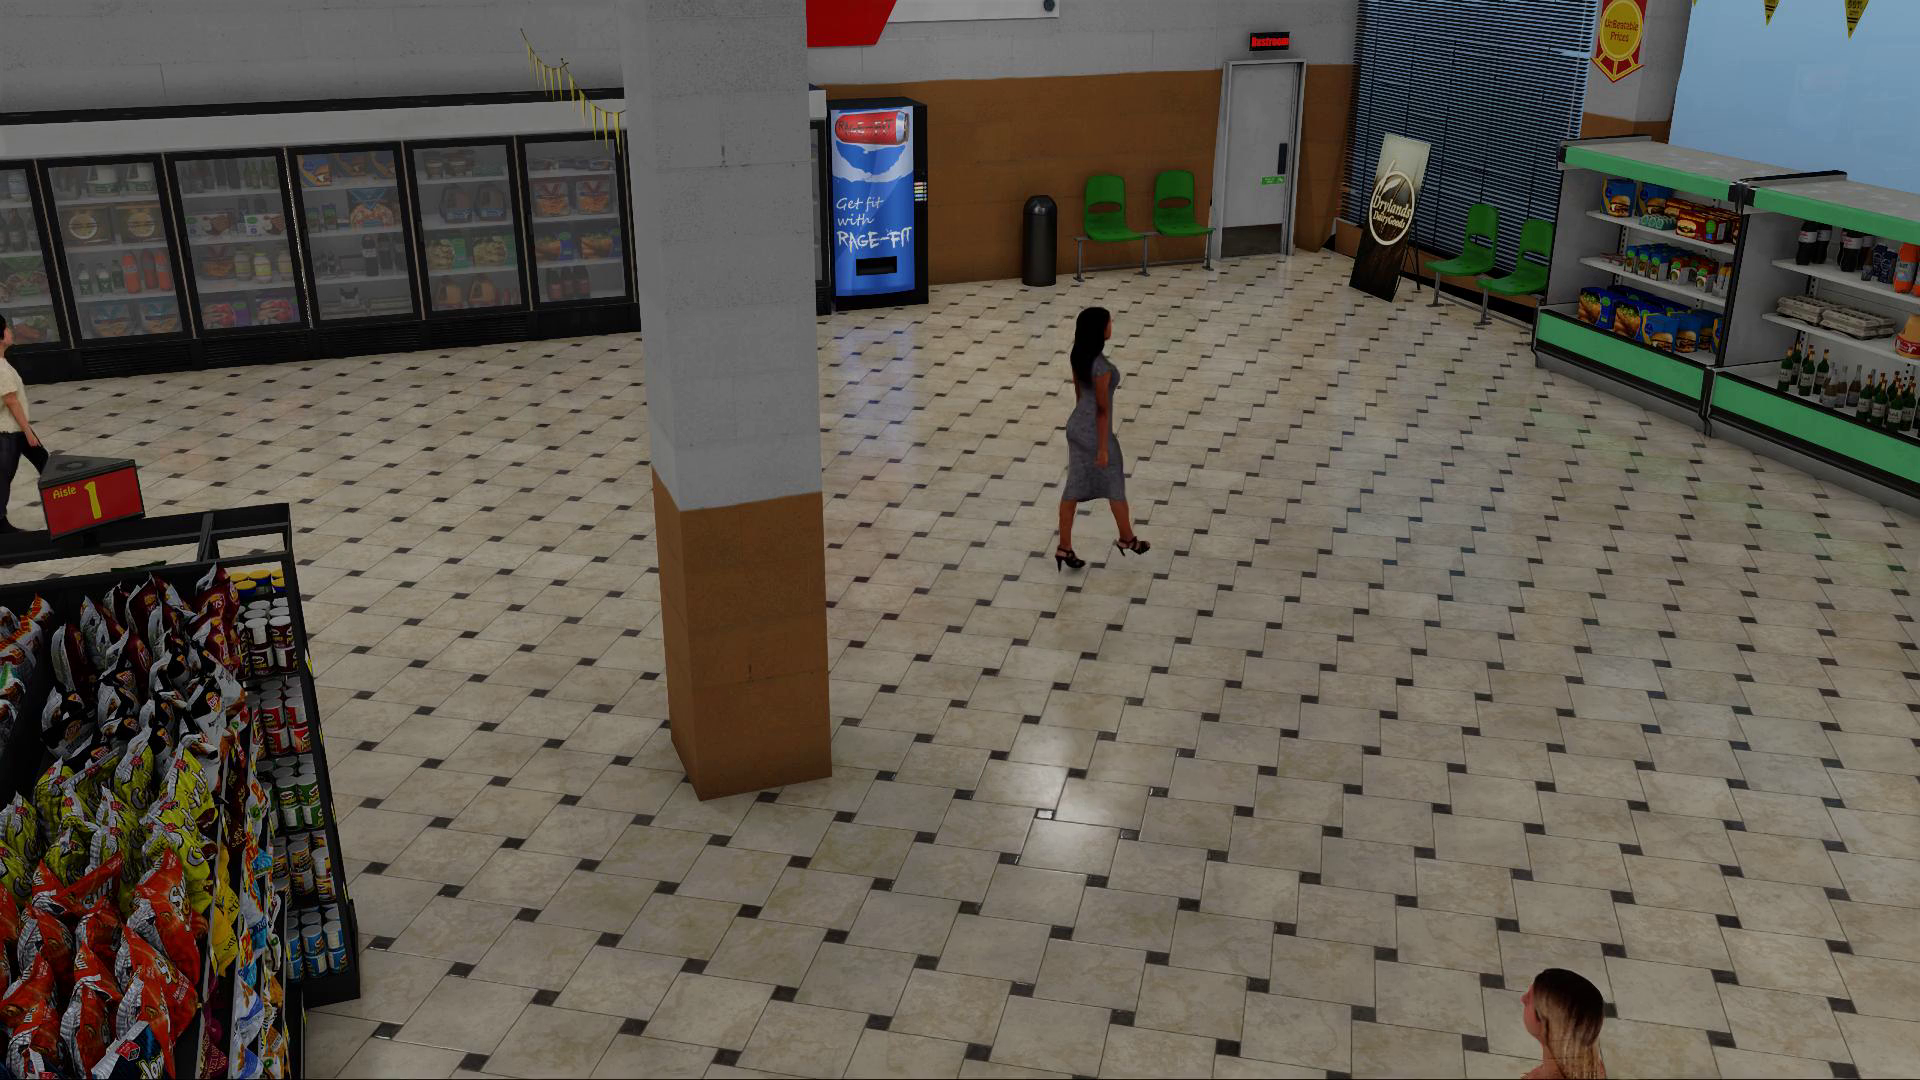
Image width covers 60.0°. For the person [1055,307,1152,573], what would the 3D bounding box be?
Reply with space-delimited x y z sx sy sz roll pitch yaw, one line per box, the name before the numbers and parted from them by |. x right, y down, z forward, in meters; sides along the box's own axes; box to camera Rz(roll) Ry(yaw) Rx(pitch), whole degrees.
person | 0.769 -0.615 10.761 0.771 1.760 0.906 -12 25 -28

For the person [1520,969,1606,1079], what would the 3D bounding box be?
person | 1.660 1.938 4.600 0.728 1.617 0.699 20 30 41

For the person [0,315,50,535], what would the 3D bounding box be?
person | -6.559 -0.740 11.347 0.825 1.555 0.979 -15 26 -33
